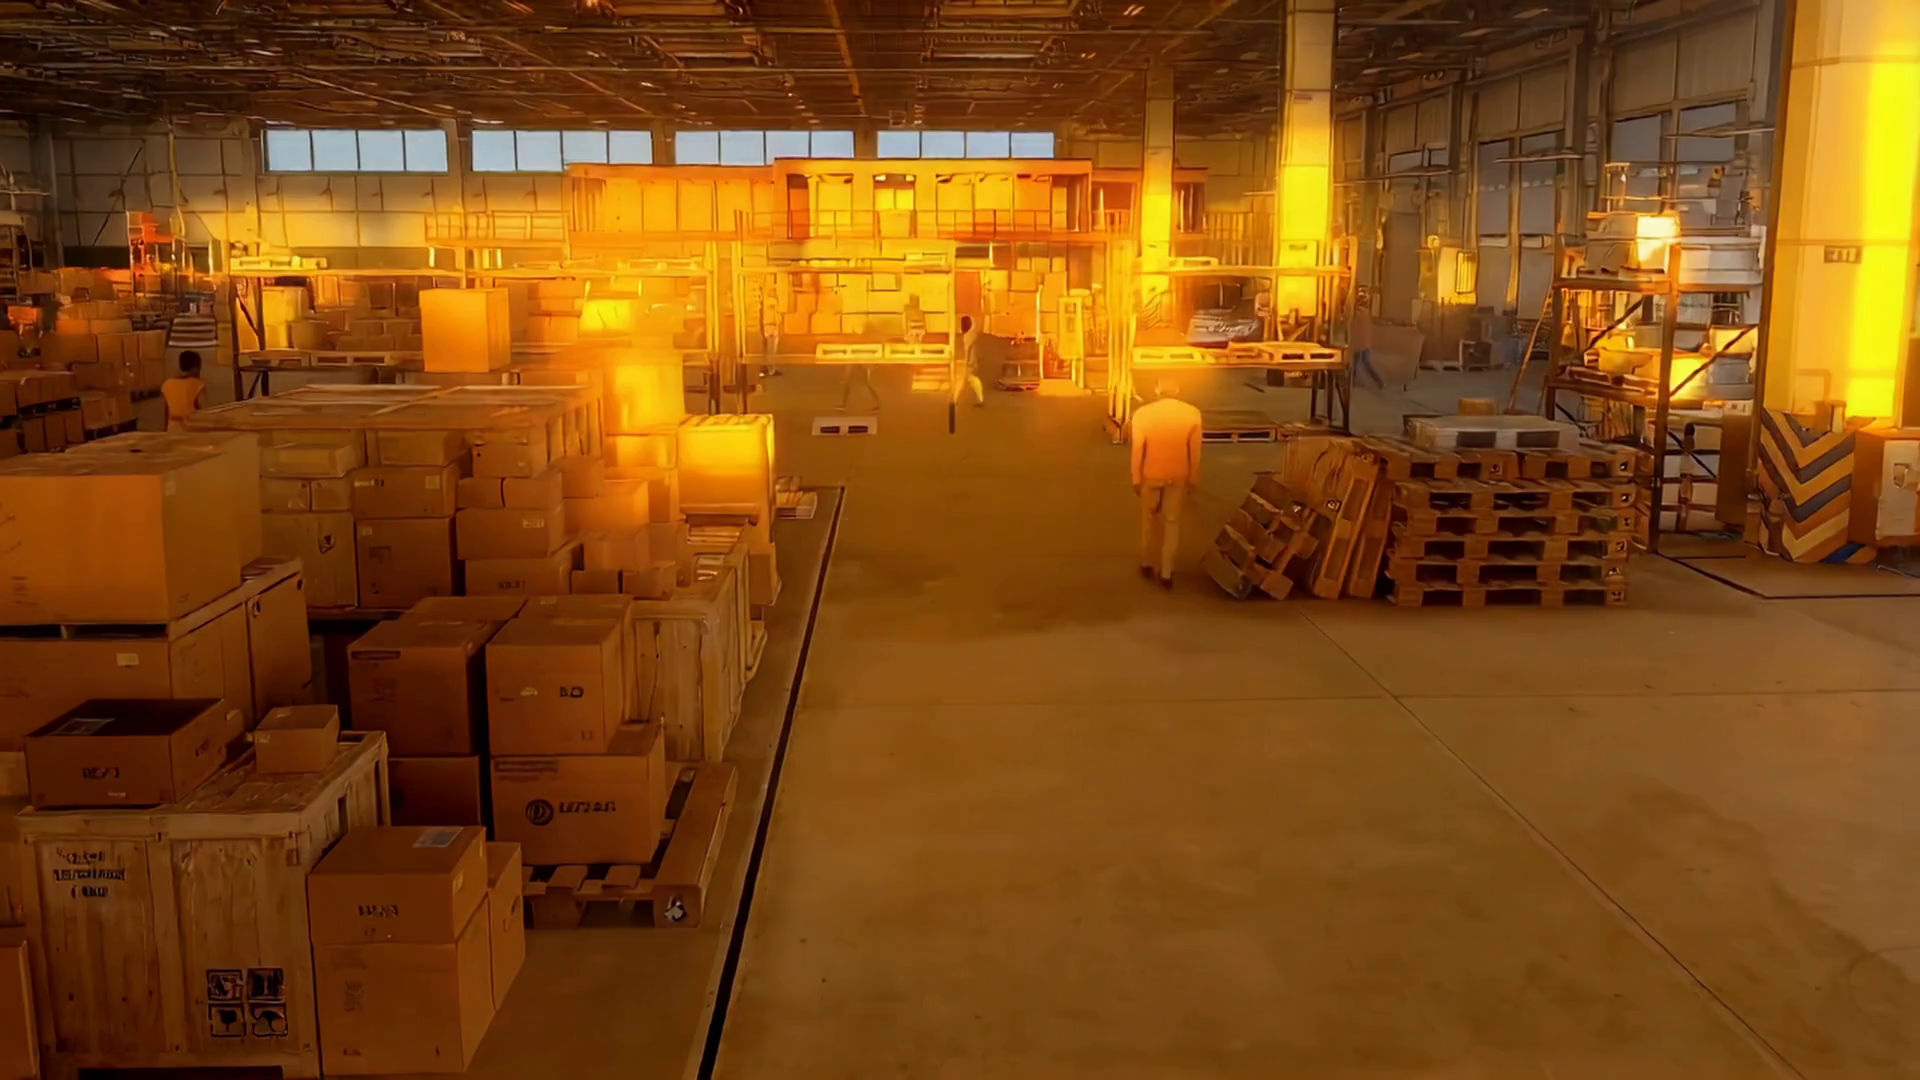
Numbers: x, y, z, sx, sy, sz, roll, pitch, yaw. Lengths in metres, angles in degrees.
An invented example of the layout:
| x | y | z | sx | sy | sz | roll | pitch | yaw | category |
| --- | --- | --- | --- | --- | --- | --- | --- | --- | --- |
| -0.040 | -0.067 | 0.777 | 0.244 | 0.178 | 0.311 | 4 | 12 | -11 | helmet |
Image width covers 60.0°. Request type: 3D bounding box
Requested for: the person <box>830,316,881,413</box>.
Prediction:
| x | y | z | sx | sy | sz | roll | pitch | yaw | category |
| --- | --- | --- | --- | --- | --- | --- | --- | --- | --- |
| -1.834 | -3.107 | 29.540 | 0.925 | 1.717 | 0.520 | -1 | 10 | -8 | person |

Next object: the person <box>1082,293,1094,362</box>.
| x | y | z | sx | sy | sz | roll | pitch | yaw | category |
| --- | --- | --- | --- | --- | --- | --- | --- | --- | --- |
| 3.137 | -5.351 | 41.979 | 0.484 | 1.736 | 0.306 | 8 | 13 | 36 | person |

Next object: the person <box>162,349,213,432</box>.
| x | y | z | sx | sy | sz | roll | pitch | yaw | category |
| --- | --- | --- | --- | --- | --- | --- | --- | --- | --- |
| -8.151 | -1.071 | 17.663 | 0.599 | 1.901 | 0.447 | 5 | 11 | 26 | person |

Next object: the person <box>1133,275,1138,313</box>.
| x | y | z | sx | sy | sz | roll | pitch | yaw | category |
| --- | --- | --- | --- | --- | --- | --- | --- | --- | --- |
| 6.782 | -9.651 | 65.245 | 0.609 | 1.984 | 0.399 | -7 | 13 | -35 | person |

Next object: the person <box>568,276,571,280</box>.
| x | y | z | sx | sy | sz | roll | pitch | yaw | category |
| --- | --- | --- | --- | --- | --- | --- | --- | --- | --- |
| -17.685 | -11.590 | 76.439 | 0.608 | 1.835 | 0.974 | 0 | 10 | 0 | person |

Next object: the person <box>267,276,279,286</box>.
| x | y | z | sx | sy | sz | roll | pitch | yaw | category |
| --- | --- | --- | --- | --- | --- | --- | --- | --- | --- |
| -21.257 | -7.231 | 51.594 | 0.614 | 2.042 | 0.373 | -2 | 10 | -10 | person |

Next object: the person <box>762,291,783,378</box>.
| x | y | z | sx | sy | sz | roll | pitch | yaw | category |
| --- | --- | --- | --- | --- | --- | --- | --- | --- | --- |
| -4.190 | -4.586 | 37.181 | 0.370 | 1.928 | 0.585 | 5 | 11 | 25 | person |

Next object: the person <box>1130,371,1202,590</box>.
| x | y | z | sx | sy | sz | roll | pitch | yaw | category |
| --- | --- | --- | --- | --- | --- | --- | --- | --- | --- |
| 1.822 | -0.552 | 14.800 | 0.630 | 1.899 | 0.928 | 1 | 10 | 4 | person |

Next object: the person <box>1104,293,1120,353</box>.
| x | y | z | sx | sy | sz | roll | pitch | yaw | category |
| --- | --- | --- | --- | --- | --- | --- | --- | --- | --- |
| 3.421 | -4.502 | 36.760 | 0.587 | 1.918 | 0.407 | -6 | 12 | -32 | person |

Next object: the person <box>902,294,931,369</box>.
| x | y | z | sx | sy | sz | roll | pitch | yaw | category |
| --- | --- | --- | --- | --- | --- | --- | --- | --- | --- |
| -0.995 | -4.921 | 39.443 | 0.627 | 1.787 | 0.971 | -9 | 13 | -40 | person |

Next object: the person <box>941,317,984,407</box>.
| x | y | z | sx | sy | sz | roll | pitch | yaw | category |
| --- | --- | --- | --- | --- | --- | --- | --- | --- | --- |
| 0.065 | -3.250 | 30.496 | 0.832 | 1.659 | 0.538 | 2 | 10 | 12 | person |

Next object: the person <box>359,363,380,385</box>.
| x | y | z | sx | sy | sz | roll | pitch | yaw | category |
| --- | --- | --- | --- | --- | --- | --- | --- | --- | --- |
| -6.184 | -0.934 | 17.278 | 0.581 | 1.783 | 0.971 | 1 | 10 | 4 | person |

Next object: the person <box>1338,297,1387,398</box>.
| x | y | z | sx | sy | sz | roll | pitch | yaw | category |
| --- | --- | --- | --- | --- | --- | --- | --- | --- | --- |
| 7.866 | -3.734 | 32.349 | 0.923 | 1.967 | 0.616 | -3 | 11 | -16 | person |

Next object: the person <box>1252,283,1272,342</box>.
| x | y | z | sx | sy | sz | roll | pitch | yaw | category |
| --- | --- | --- | --- | --- | --- | --- | --- | --- | --- |
| 8.492 | -6.224 | 46.467 | 0.551 | 1.877 | 1.057 | 6 | 12 | 29 | person |

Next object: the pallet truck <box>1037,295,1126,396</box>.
| x | y | z | sx | sy | sz | roll | pitch | yaw | category |
| --- | --- | --- | --- | --- | --- | --- | --- | --- | --- |
| 2.483 | -3.881 | 33.060 | 1.885 | 1.965 | 0.823 | -7 | 13 | -36 | pallet truck |

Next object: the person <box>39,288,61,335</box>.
| x | y | z | sx | sy | sz | roll | pitch | yaw | category |
| --- | --- | --- | --- | --- | --- | --- | --- | --- | --- |
| -23.889 | -5.712 | 43.734 | 0.496 | 1.832 | 0.883 | 0 | 10 | -1 | person |

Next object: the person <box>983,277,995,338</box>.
| x | y | z | sx | sy | sz | roll | pitch | yaw | category |
| --- | --- | --- | --- | --- | --- | --- | --- | --- | --- |
| 0.915 | -7.307 | 52.357 | 0.368 | 1.932 | 0.623 | 0 | 10 | 2 | person |

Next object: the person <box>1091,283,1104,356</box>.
| x | y | z | sx | sy | sz | roll | pitch | yaw | category |
| --- | --- | --- | --- | --- | --- | --- | --- | --- | --- |
| 3.652 | -5.869 | 44.271 | 0.384 | 1.949 | 0.604 | 1 | 10 | 4 | person |
